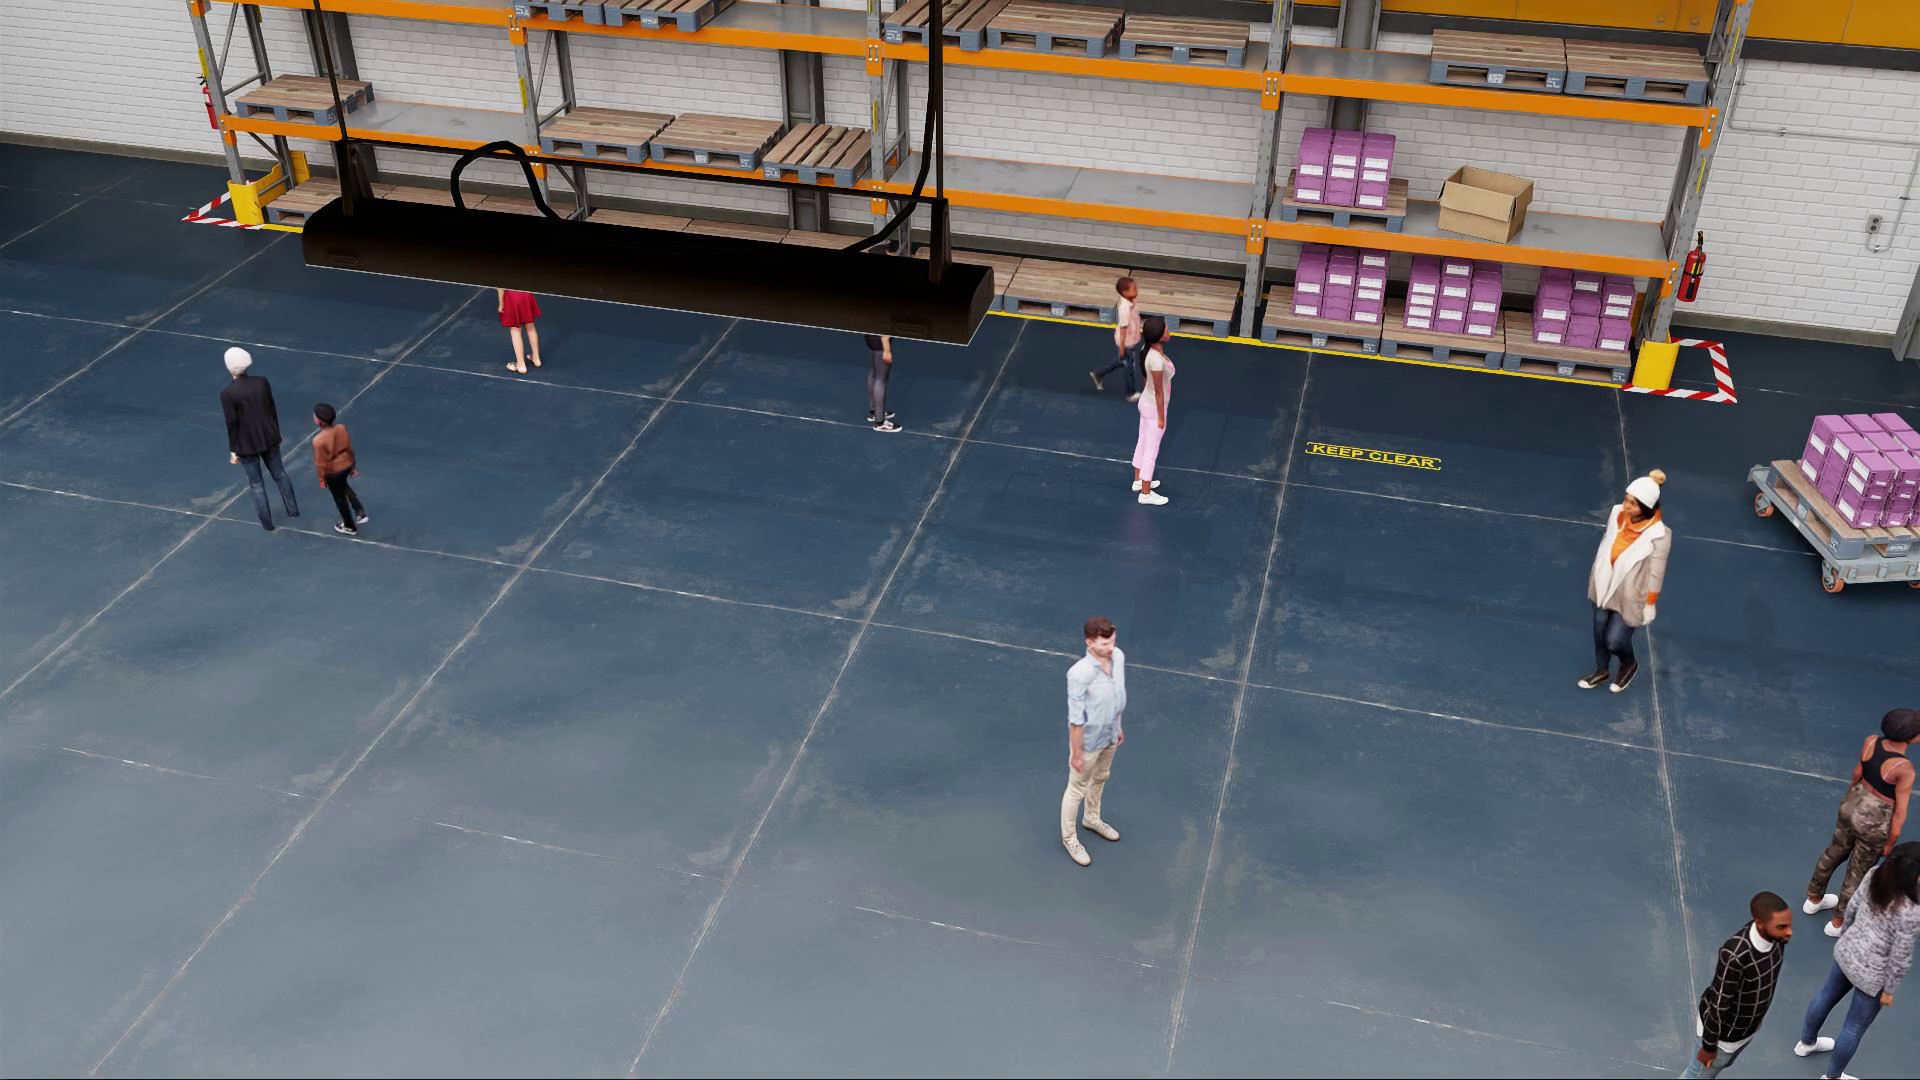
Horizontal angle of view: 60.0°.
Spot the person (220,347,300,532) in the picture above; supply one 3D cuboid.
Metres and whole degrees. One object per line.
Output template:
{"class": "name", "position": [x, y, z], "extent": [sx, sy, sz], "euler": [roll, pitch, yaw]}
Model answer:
{"class": "person", "position": [-5.989, -0.799, 14.090], "extent": [0.718, 1.780, 0.824], "euler": [22, 40, 30]}

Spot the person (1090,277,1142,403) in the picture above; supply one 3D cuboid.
{"class": "person", "position": [1.543, -1.938, 15.985], "extent": [0.828, 1.297, 0.531], "euler": [7, 34, 10]}

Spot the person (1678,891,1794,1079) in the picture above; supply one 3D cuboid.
{"class": "person", "position": [4.056, 2.526, 8.796], "extent": [0.745, 1.821, 0.770], "euler": [-23, 40, -31]}

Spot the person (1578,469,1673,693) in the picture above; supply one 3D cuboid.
{"class": "person", "position": [4.913, 0.297, 12.095], "extent": [0.932, 1.880, 0.874], "euler": [-18, 37, -25]}

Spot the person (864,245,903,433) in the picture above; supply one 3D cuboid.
{"class": "person", "position": [-0.757, -1.887, 15.421], "extent": [0.703, 1.837, 0.711], "euler": [-8, 34, -12]}

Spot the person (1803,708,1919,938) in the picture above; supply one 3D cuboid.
{"class": "person", "position": [5.528, 1.704, 10.142], "extent": [0.672, 1.700, 0.658], "euler": [-7, 34, -10]}

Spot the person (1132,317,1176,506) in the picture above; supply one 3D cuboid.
{"class": "person", "position": [1.661, -1.133, 14.372], "extent": [0.641, 1.741, 0.641], "euler": [-5, 34, -7]}

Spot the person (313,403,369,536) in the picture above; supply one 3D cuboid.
{"class": "person", "position": [-5.197, -0.580, 13.987], "extent": [0.553, 1.248, 0.544], "euler": [12, 36, 18]}

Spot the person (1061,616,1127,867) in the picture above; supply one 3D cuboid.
{"class": "person", "position": [0.865, 1.245, 10.699], "extent": [0.718, 1.847, 0.732], "euler": [28, 43, 35]}

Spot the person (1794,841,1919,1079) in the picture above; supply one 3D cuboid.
{"class": "person", "position": [5.004, 2.322, 9.183], "extent": [0.650, 1.732, 0.676], "euler": [-4, 34, -5]}
